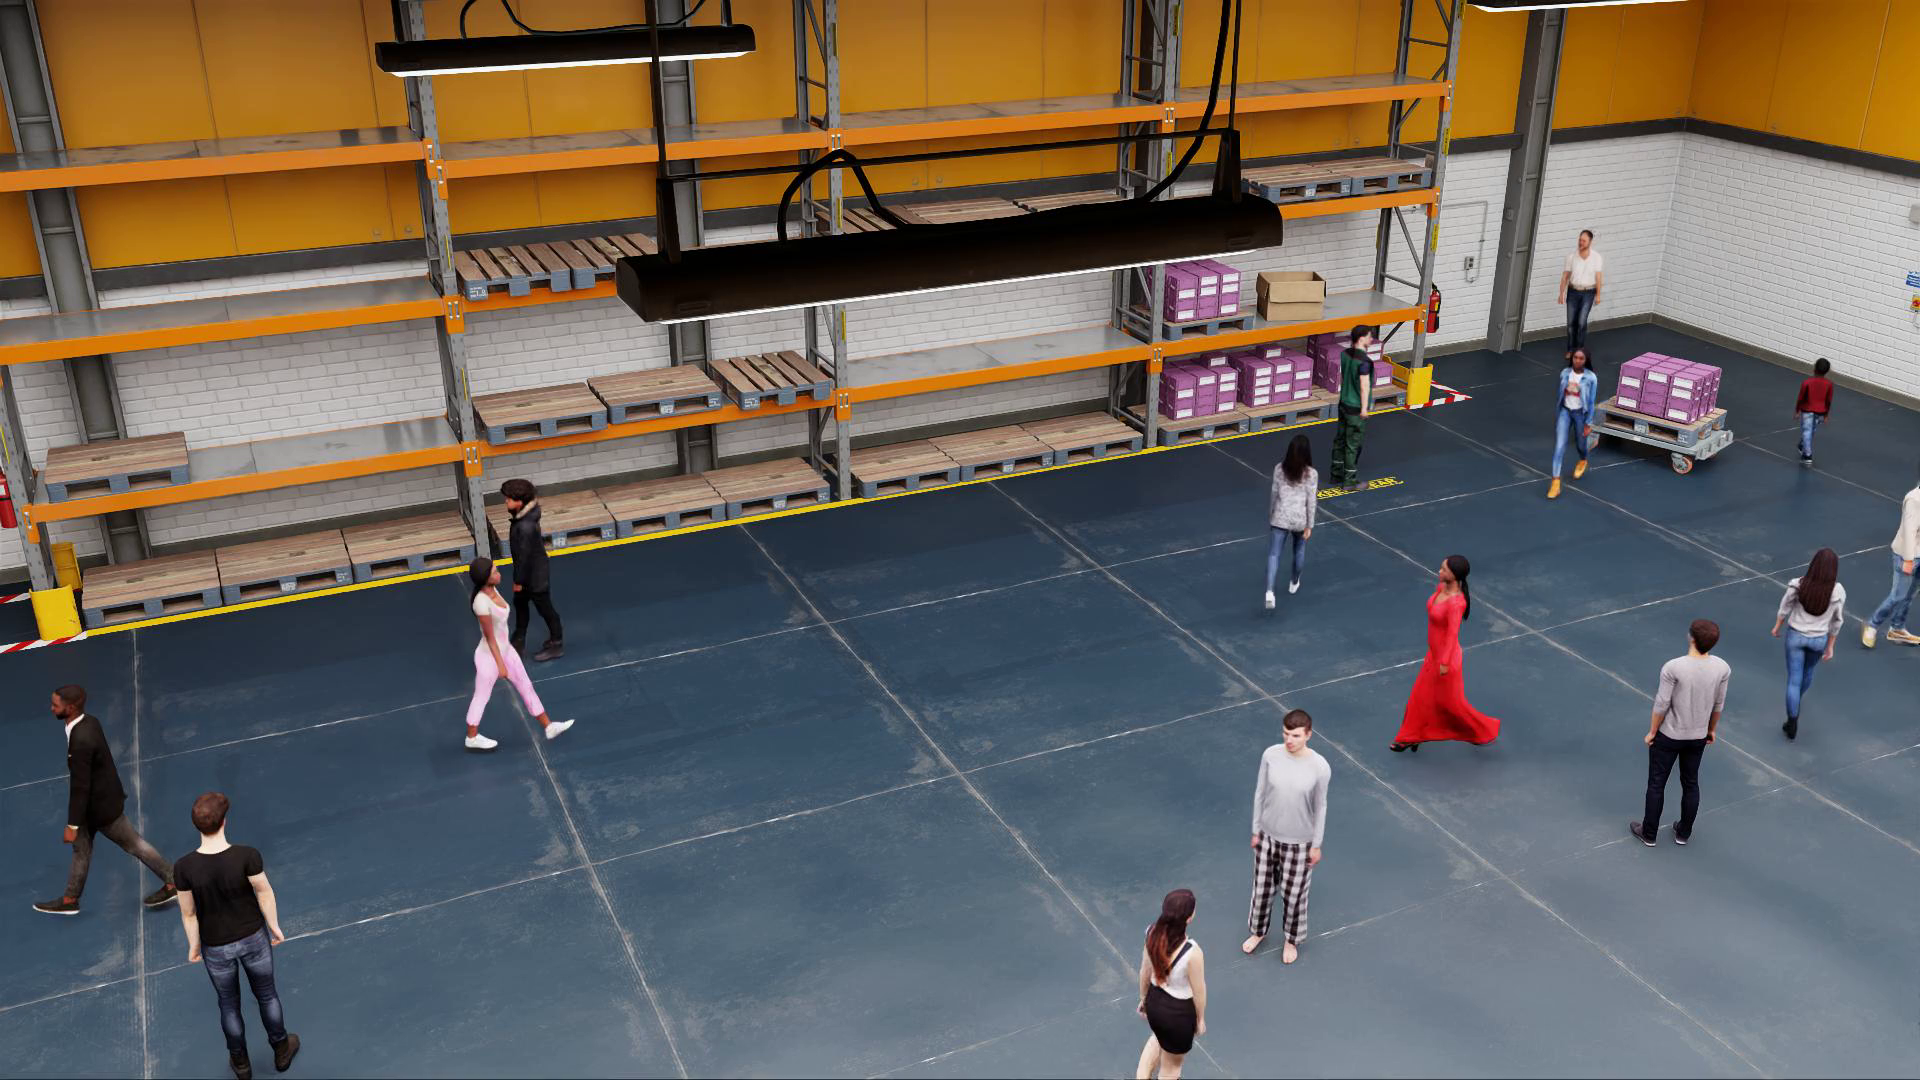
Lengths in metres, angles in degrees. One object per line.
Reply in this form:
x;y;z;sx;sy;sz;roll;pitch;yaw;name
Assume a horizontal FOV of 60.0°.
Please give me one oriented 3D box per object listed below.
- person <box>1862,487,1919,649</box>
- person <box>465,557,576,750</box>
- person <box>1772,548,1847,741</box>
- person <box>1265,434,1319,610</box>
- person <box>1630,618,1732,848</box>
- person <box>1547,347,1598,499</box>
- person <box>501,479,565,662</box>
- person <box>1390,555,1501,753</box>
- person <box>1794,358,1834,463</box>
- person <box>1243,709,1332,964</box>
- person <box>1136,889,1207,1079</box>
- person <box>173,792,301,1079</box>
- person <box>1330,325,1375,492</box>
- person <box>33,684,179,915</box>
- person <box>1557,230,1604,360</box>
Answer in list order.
8.617;0.119;15.075;0.816;1.875;0.605;19;30;36;person
-3.836;0.954;13.381;1.204;1.700;0.915;-1;24;-1;person
6.975;0.879;13.686;1.020;1.595;1.031;5;24;12;person
3.137;-0.158;15.921;1.095;1.705;1.132;8;25;17;person
5.288;1.404;12.177;0.631;1.841;0.795;-1;24;-1;person
6.926;-1.347;18.675;0.980;1.677;1.259;17;29;33;person
-3.741;0.269;14.880;0.874;1.755;0.693;-8;25;-18;person
3.956;0.956;13.300;1.153;1.762;0.864;-2;24;-4;person
10.053;-1.493;19.571;0.891;1.226;0.844;3;24;6;person
2.157;1.929;10.969;0.711;1.847;0.739;12;27;26;person
1.139;2.719;9.419;0.742;1.641;0.659;-22;32;-40;person
-4.325;2.369;9.904;0.488;1.895;0.749;-9;25;-20;person
4.441;-1.509;18.770;0.610;1.899;0.694;-7;25;-16;person
-5.778;1.804;11.379;1.195;1.747;0.734;-13;27;-27;person
8.729;-3.450;23.276;0.811;1.845;0.810;19;30;37;person
